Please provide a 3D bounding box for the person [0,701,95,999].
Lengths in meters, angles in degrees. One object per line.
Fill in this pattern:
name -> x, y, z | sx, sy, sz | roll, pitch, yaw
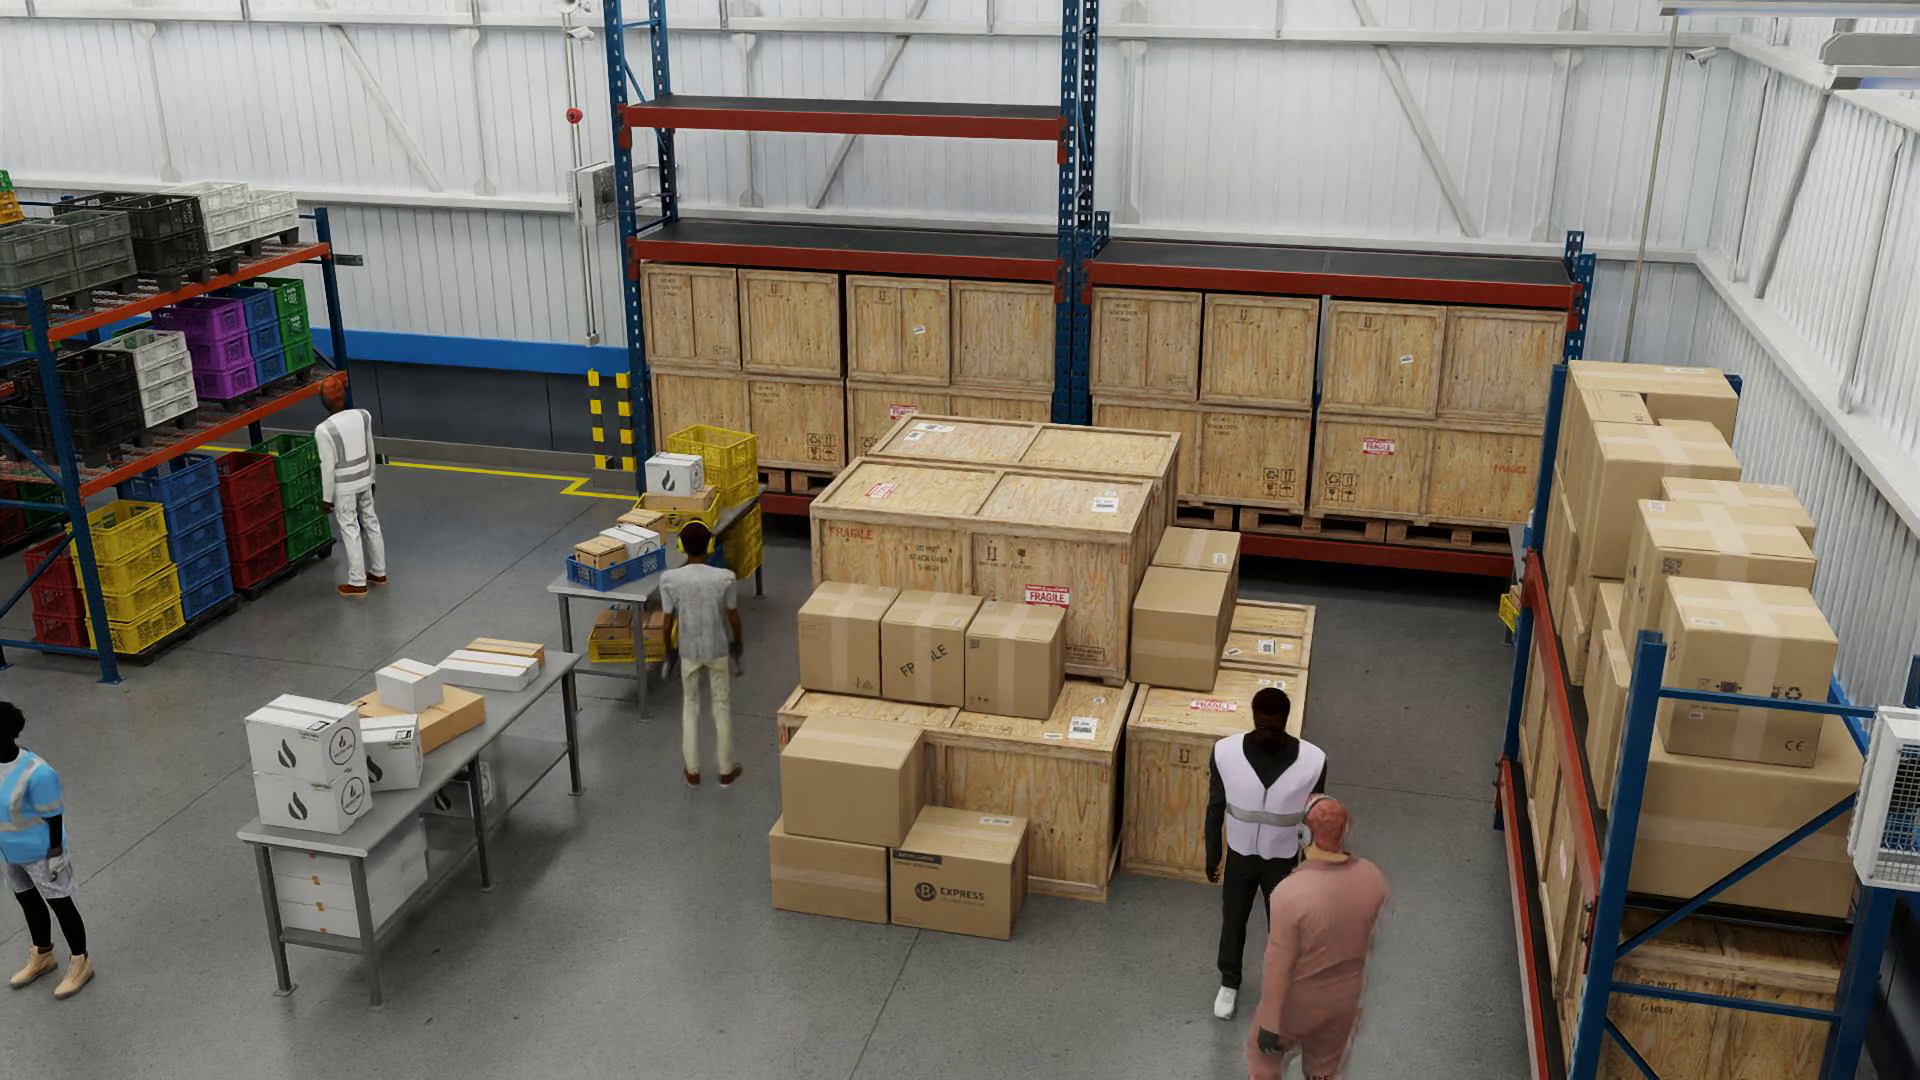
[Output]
person -> -4.922, 1.622, 8.776 | 0.539, 1.700, 0.317 | 8, 22, 19

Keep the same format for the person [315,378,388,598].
person -> -5.113, -0.446, 13.926 | 0.354, 1.887, 0.572 | 10, 23, 24

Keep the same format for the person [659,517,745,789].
person -> -1.664, 0.746, 10.838 | 0.524, 1.868, 0.319 | -1, 21, -2

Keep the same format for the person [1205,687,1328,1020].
person -> 1.549, 1.600, 8.548 | 0.592, 1.912, 0.385 | 4, 21, 11

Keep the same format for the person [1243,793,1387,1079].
person -> 1.573, 2.039, 7.447 | 0.683, 1.872, 0.481 | -10, 23, -25
